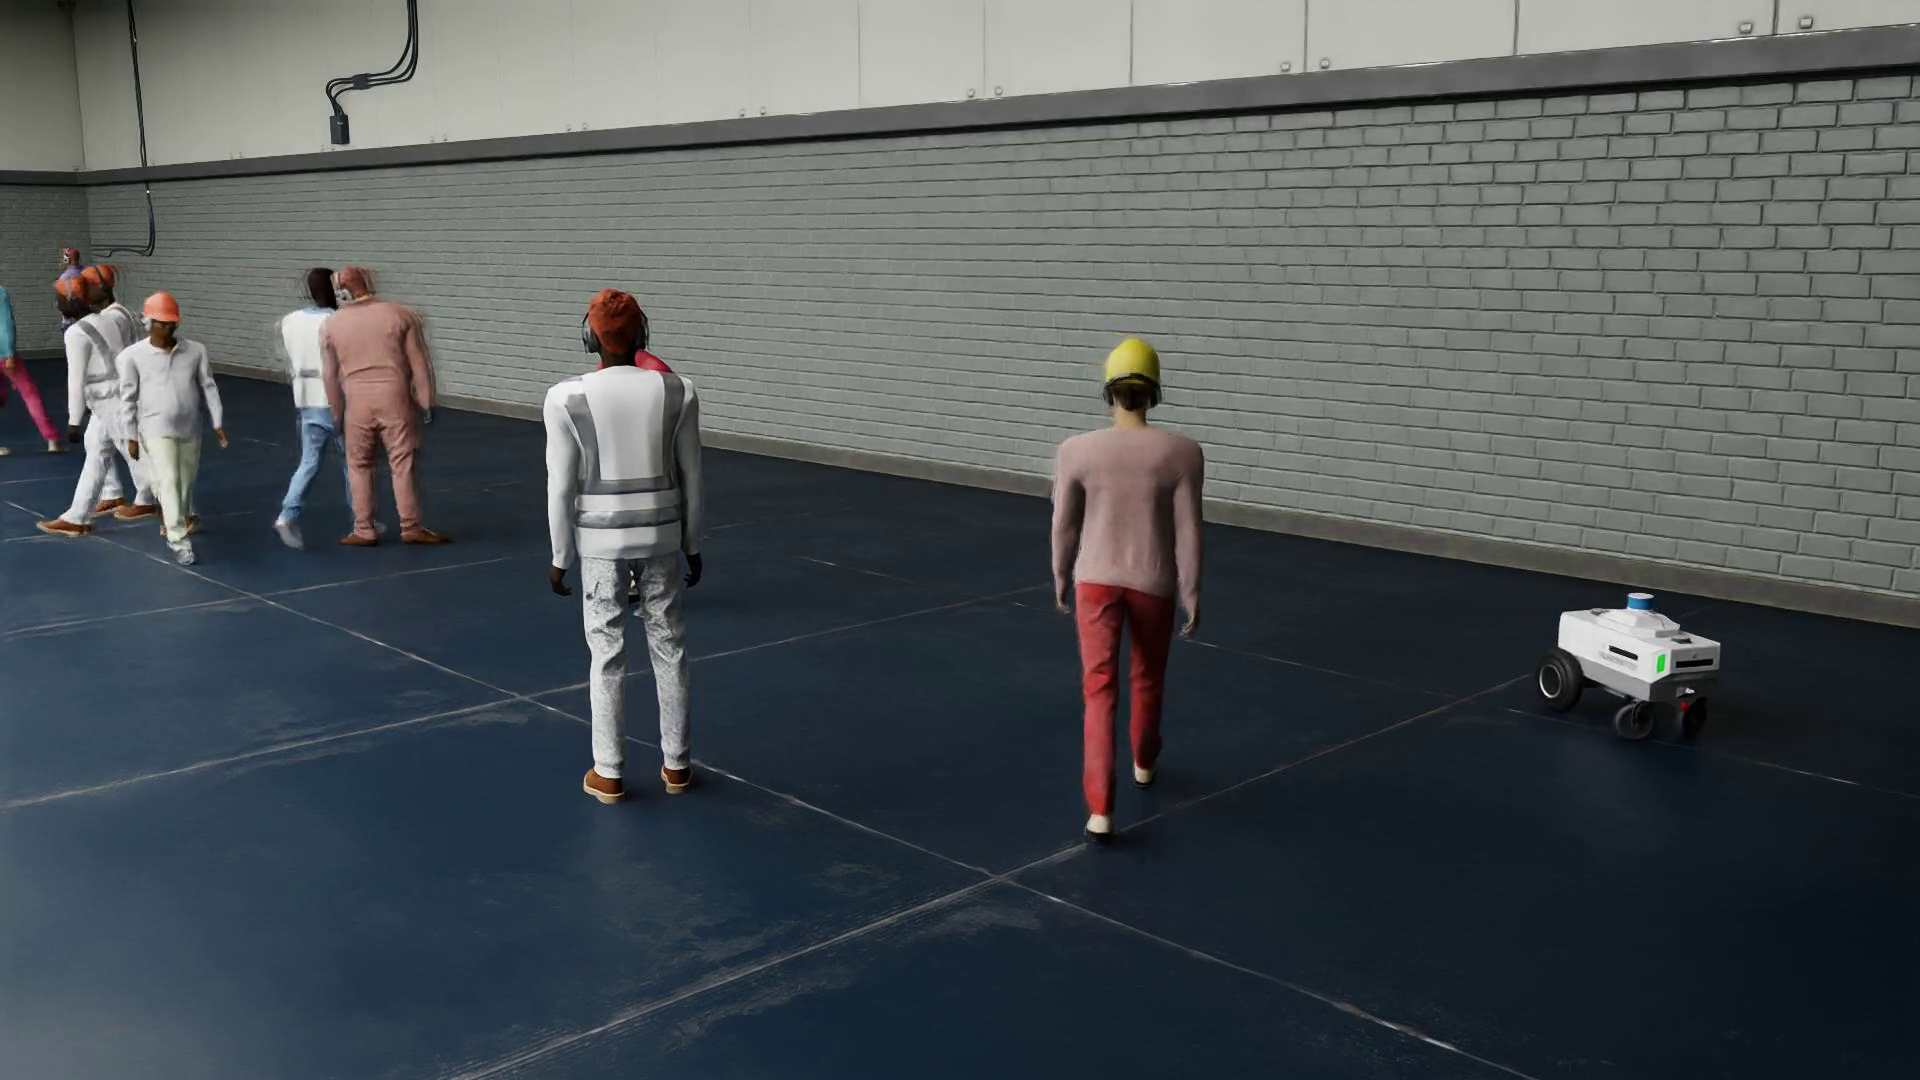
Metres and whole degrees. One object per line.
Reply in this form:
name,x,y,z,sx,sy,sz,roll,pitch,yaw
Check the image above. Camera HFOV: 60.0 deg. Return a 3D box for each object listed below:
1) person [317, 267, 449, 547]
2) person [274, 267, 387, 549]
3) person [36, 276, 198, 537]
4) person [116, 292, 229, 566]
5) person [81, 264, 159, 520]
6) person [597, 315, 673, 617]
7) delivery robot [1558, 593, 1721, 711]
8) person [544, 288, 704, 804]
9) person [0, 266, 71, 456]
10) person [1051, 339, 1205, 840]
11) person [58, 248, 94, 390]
person,-3.852,-0.886,11.159,0.772,1.874,0.397,-2,11,-12
person,-4.282,-0.892,11.180,0.580,1.880,0.891,2,11,11
person,-5.803,-0.894,11.390,1.066,1.808,0.581,-1,10,-5
person,-5.055,-0.728,10.701,0.772,1.723,0.580,10,14,43
person,-6.210,-1.058,12.081,0.624,1.862,0.587,-7,13,-34
person,-1.812,-0.451,9.121,0.571,1.743,0.353,8,13,38
delivery robot,2.884,0.469,7.083,0.477,0.478,0.707,-3,11,-16
person,-1.221,0.028,6.111,0.573,1.887,0.355,-4,11,-22
person,-8.952,-1.747,15.658,0.684,1.932,0.710,6,12,31
person,0.590,0.150,5.922,0.539,1.714,0.945,1,10,7
person,-11.959,-2.987,22.498,0.407,1.910,0.640,1,10,3
